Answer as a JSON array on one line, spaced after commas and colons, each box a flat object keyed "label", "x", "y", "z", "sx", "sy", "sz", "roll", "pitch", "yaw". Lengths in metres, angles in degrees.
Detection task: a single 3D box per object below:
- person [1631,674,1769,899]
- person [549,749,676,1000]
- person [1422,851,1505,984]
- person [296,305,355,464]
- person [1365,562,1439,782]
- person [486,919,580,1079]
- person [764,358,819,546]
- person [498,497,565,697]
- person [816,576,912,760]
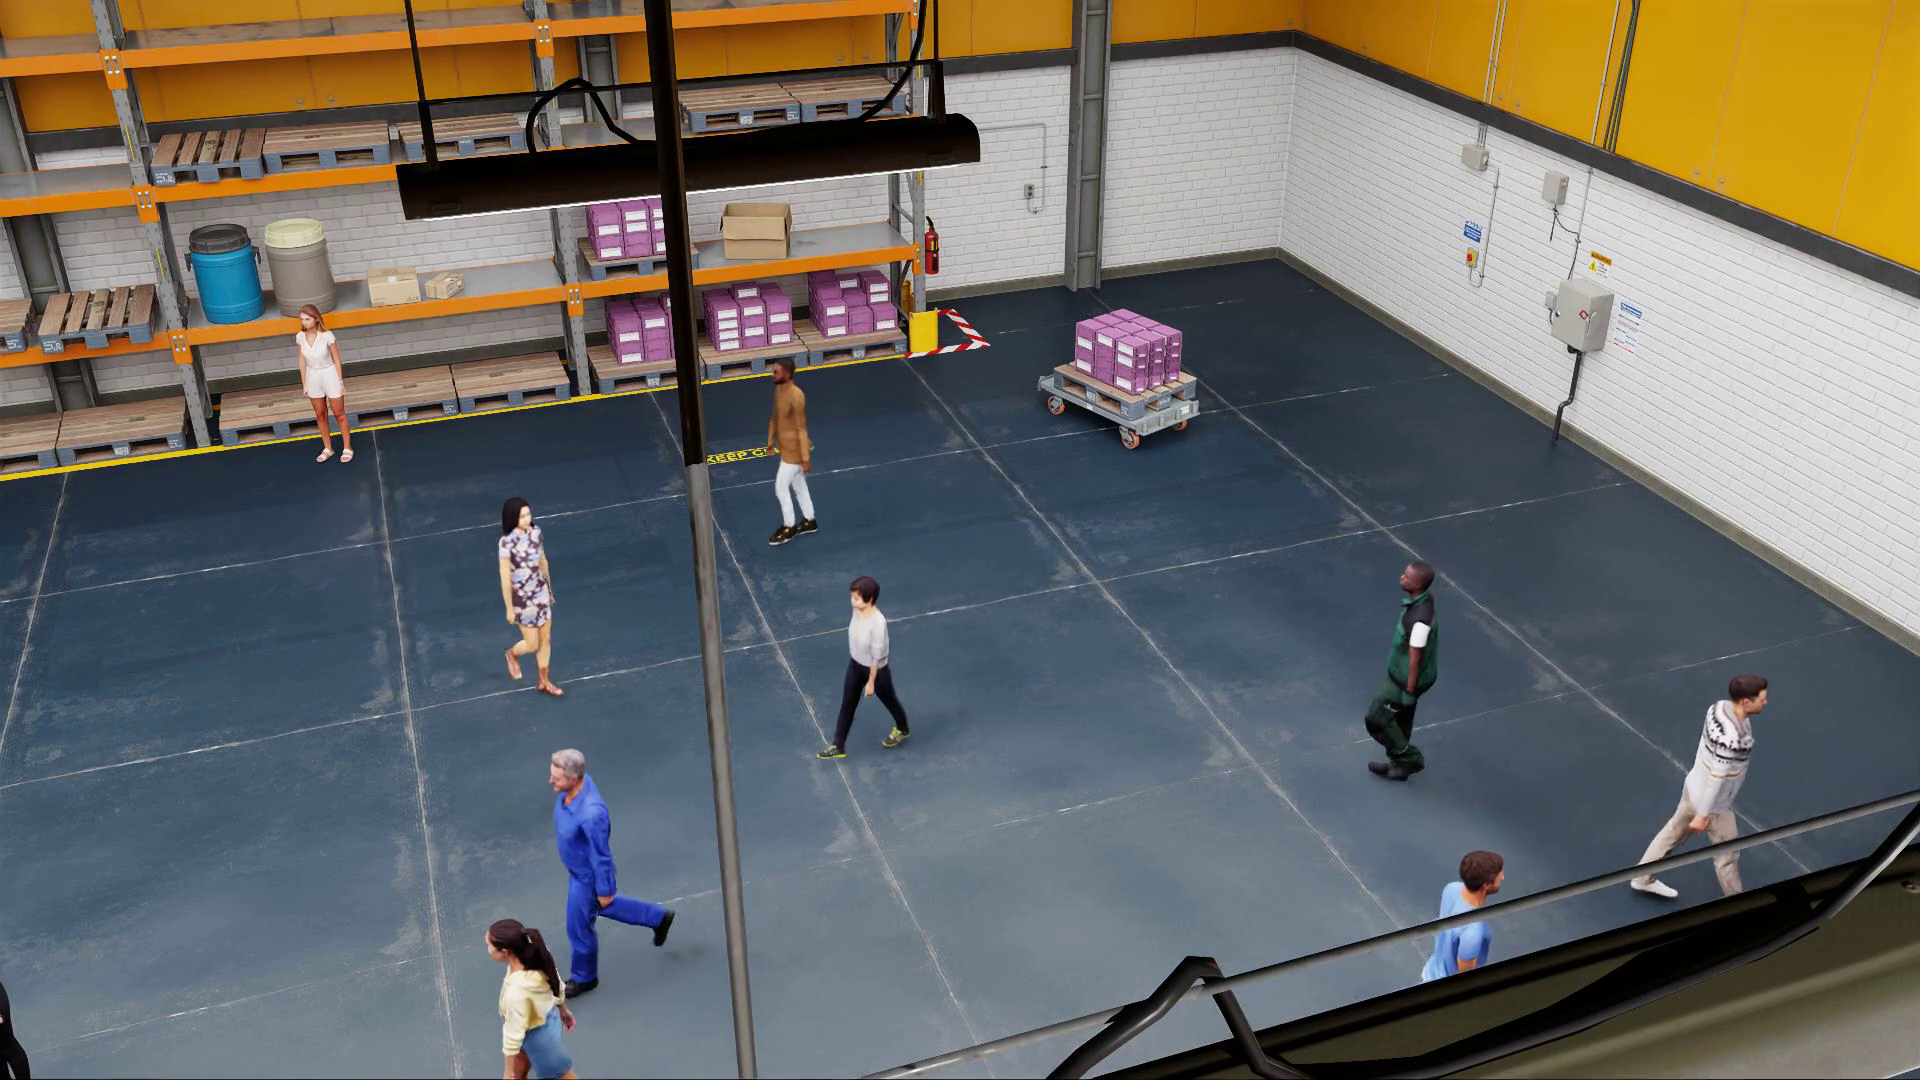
[{"label": "person", "x": 4.797, "y": 1.652, "z": 10.833, "sx": 1.269, "sy": 1.816, "sz": 1.114, "roll": 7, "pitch": 29, "yaw": 13}, {"label": "person", "x": -2.181, "y": 2.006, "z": 10.203, "sx": 1.095, "sy": 1.798, "sz": 0.782, "roll": -12, "pitch": 31, "yaw": -21}, {"label": "person", "x": 2.668, "y": 2.496, "z": 9.244, "sx": 0.769, "sy": 1.857, "sz": 0.750, "roll": 0, "pitch": 29, "yaw": 0}, {"label": "person", "x": -6.468, "y": -1.604, "z": 16.929, "sx": 0.595, "sy": 1.695, "sz": 0.705, "roll": 1, "pitch": 29, "yaw": 2}, {"label": "person", "x": 3.320, "y": 1.001, "z": 12.018, "sx": 0.902, "sy": 1.824, "sz": 0.855, "roll": 8, "pitch": 30, "yaw": 14}, {"label": "person", "x": -2.211, "y": 2.744, "z": 9.078, "sx": 1.237, "sy": 1.580, "sz": 0.975, "roll": 0, "pitch": 29, "yaw": 0}, {"label": "person", "x": -1.479, "y": -0.854, "z": 15.443, "sx": 0.829, "sy": 1.800, "sz": 0.738, "roll": -15, "pitch": 32, "yaw": -26}, {"label": "person", "x": -3.460, "y": 0.445, "z": 13.144, "sx": 0.910, "sy": 1.723, "sz": 0.865, "roll": 16, "pitch": 32, "yaw": 27}, {"label": "person", "x": -0.598, "y": 0.946, "z": 12.448, "sx": 1.082, "sy": 1.509, "sz": 0.763, "roll": -19, "pitch": 34, "yaw": -31}]
